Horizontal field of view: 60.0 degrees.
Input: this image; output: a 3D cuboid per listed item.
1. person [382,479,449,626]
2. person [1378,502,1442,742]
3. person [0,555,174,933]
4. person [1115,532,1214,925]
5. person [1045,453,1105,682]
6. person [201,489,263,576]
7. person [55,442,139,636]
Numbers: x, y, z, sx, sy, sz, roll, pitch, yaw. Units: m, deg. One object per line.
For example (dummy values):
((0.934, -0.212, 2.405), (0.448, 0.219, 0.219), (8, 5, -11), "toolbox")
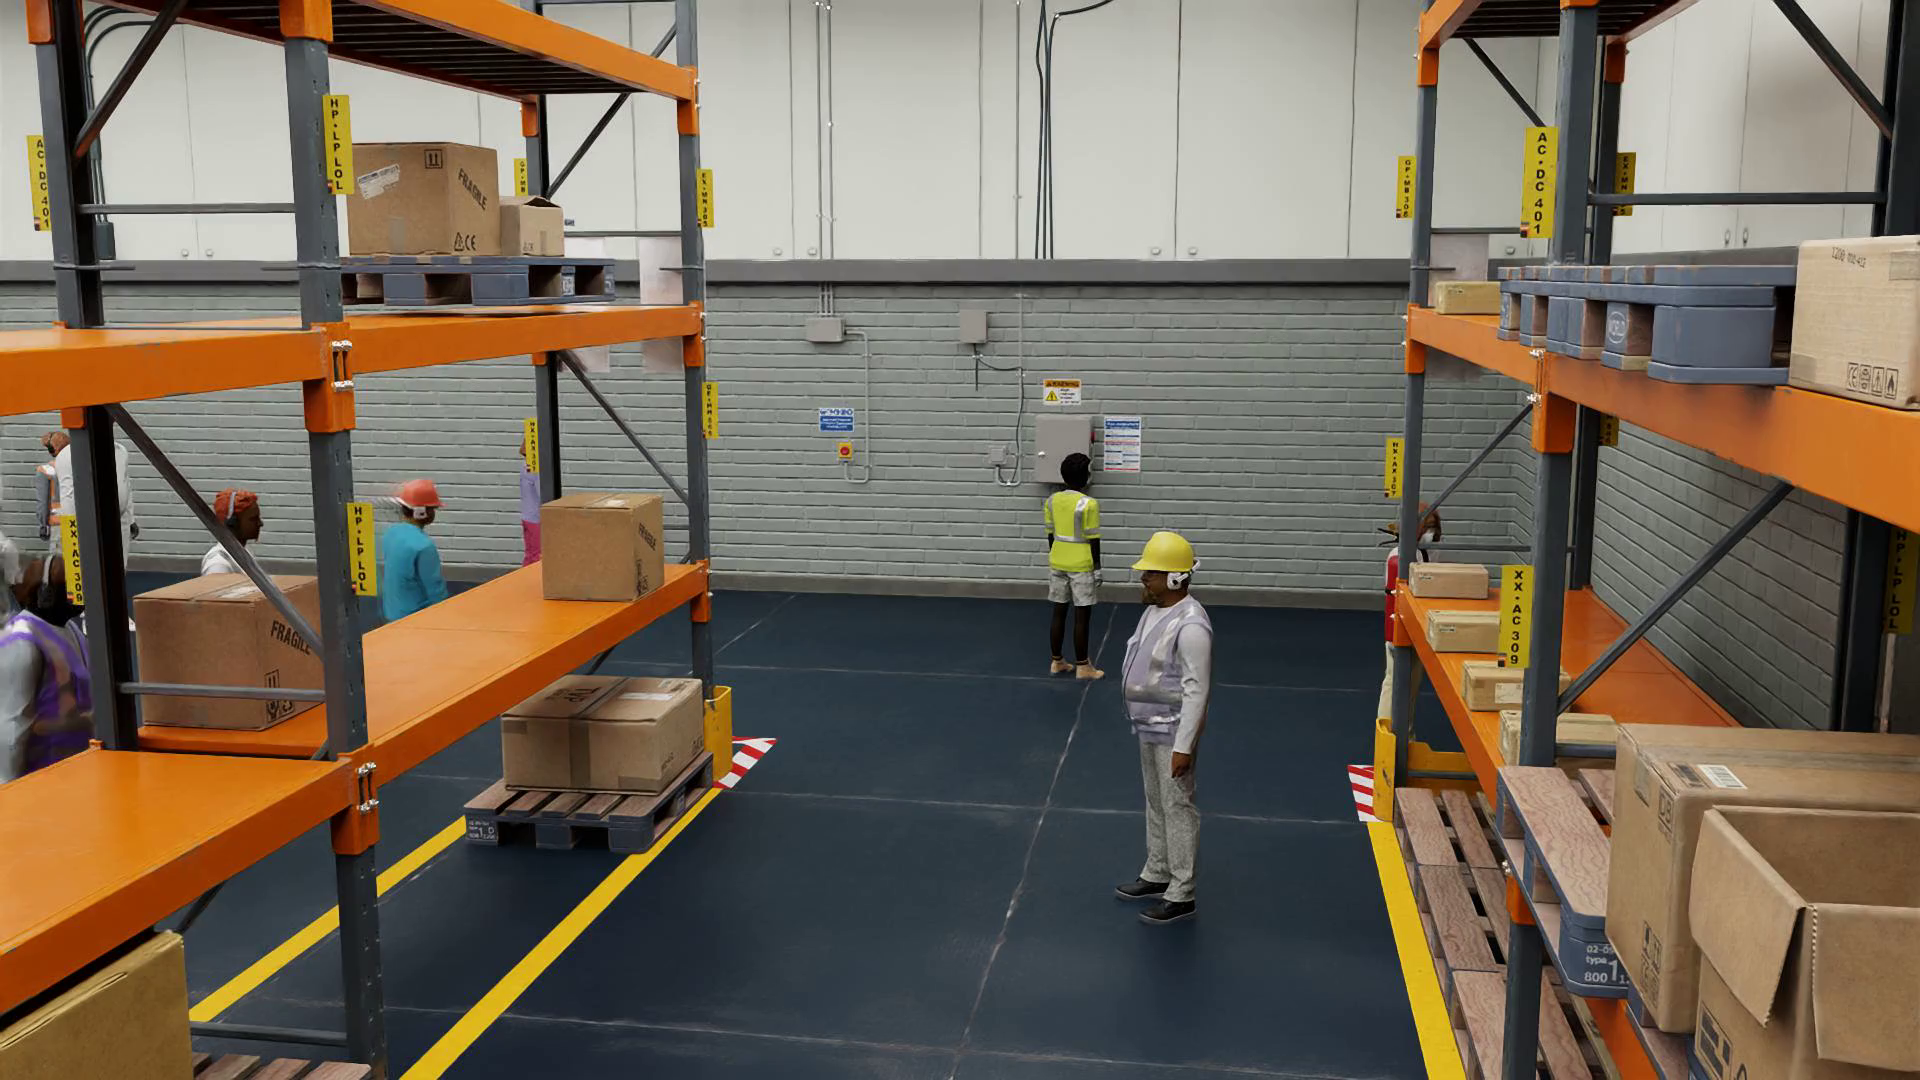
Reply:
((-3.357, 0.472, 10.535), (0.744, 1.721, 0.592), (-7, 12, -39), "person")
((2.776, 0.575, 10.201), (0.501, 1.633, 0.289), (-8, 12, -42), "person")
((-3.831, 0.964, 7.258), (0.871, 1.805, 0.655), (-2, 9, -14), "person")
((0.955, 0.868, 7.781), (0.403, 1.833, 0.586), (-2, 9, -13), "person")
((0.851, 0.200, 12.324), (0.318, 1.697, 0.535), (-8, 12, -41), "person")
((-3.891, 0.659, 8.964), (0.352, 1.876, 0.568), (-2, 9, -12), "person")
((-7.110, -0.145, 13.801), (0.407, 1.906, 0.655), (4, 10, 24), "person")
